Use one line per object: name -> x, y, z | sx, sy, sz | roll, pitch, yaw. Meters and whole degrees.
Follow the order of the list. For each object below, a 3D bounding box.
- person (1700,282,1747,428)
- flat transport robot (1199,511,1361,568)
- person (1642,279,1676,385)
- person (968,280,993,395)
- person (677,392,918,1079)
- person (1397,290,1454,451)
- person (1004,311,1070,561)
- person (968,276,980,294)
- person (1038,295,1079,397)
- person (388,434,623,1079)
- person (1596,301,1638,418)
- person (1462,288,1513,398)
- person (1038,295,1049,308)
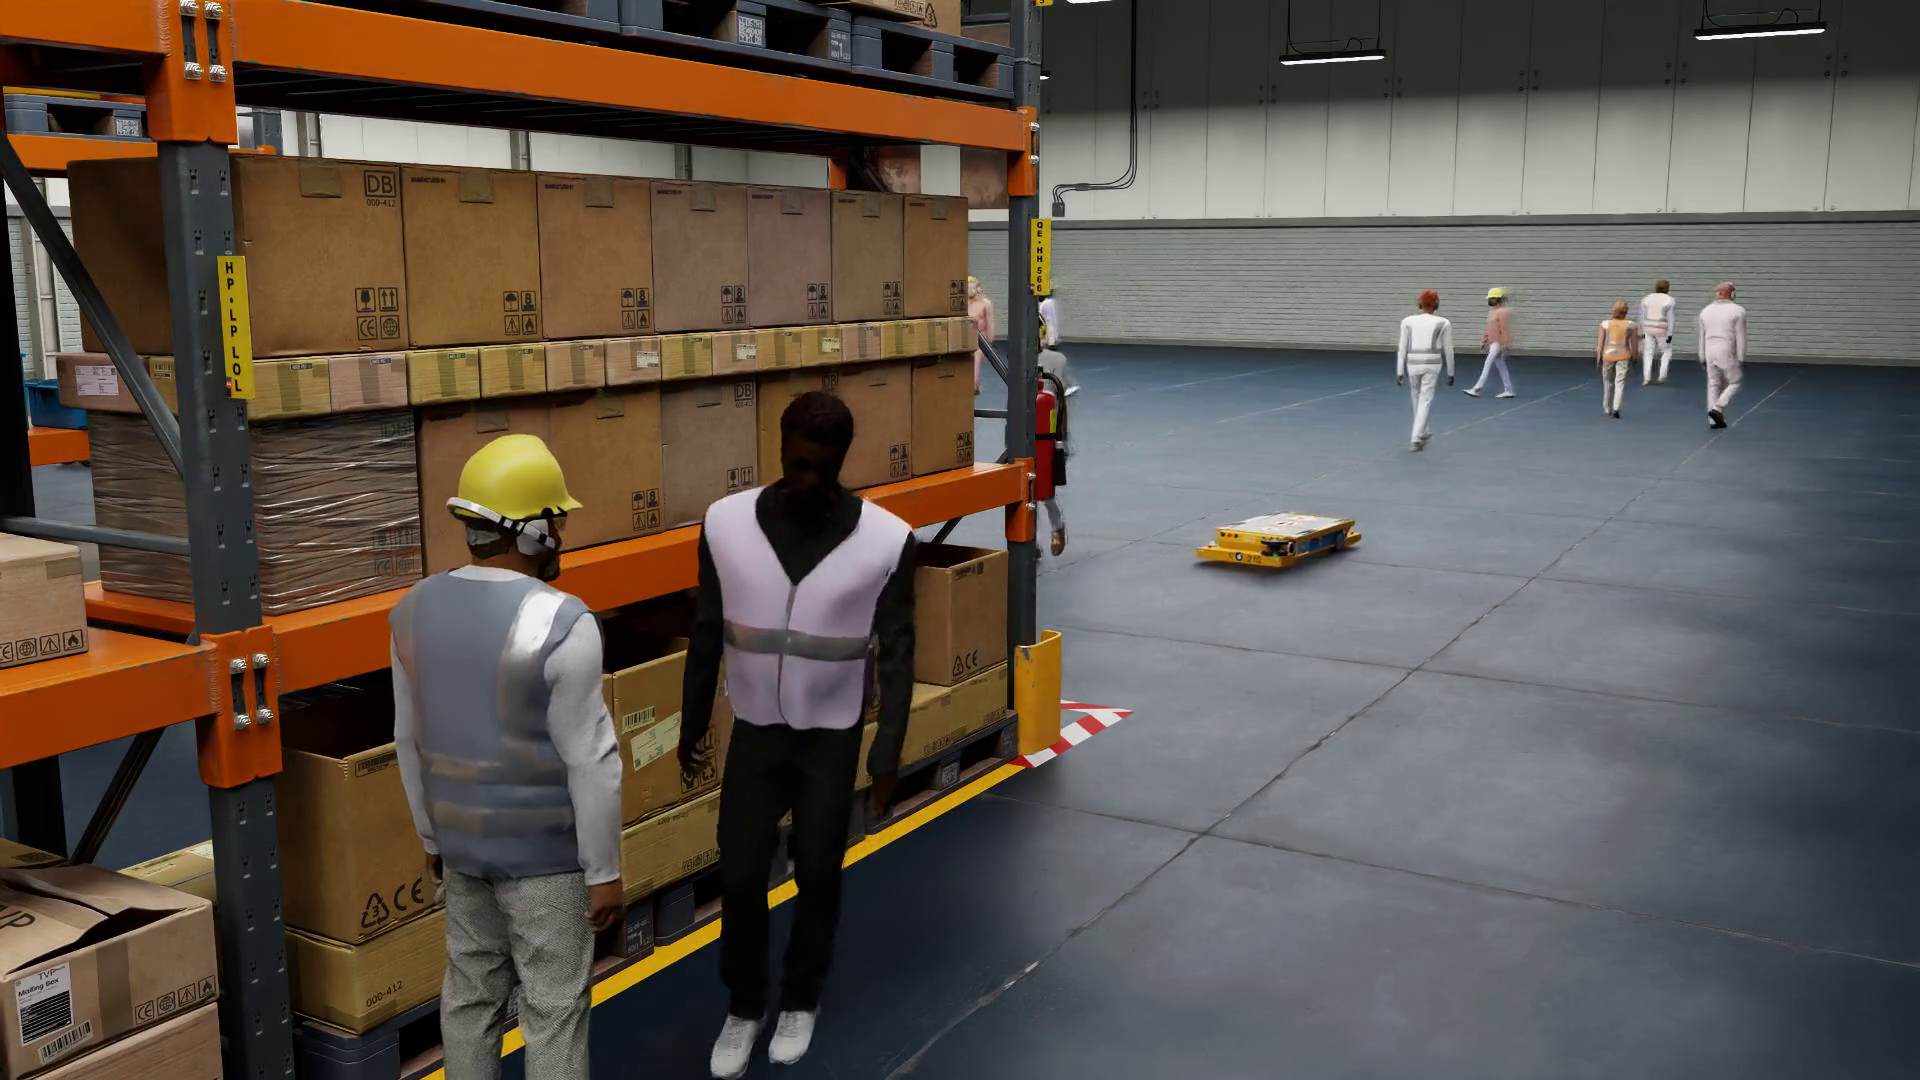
person -> 9.809, -2.364, 21.390 | 0.442, 1.893, 0.675 | -5, 11, -29
flat transport robot -> 2.413, -0.021, 12.436 | 0.652, 0.197, 1.431 | 7, 12, 36
person -> 12.090, -3.580, 28.751 | 0.588, 1.824, 0.637 | -8, 13, -41
person -> 0.175, -3.189, 26.373 | 0.648, 1.858, 1.007 | 4, 11, 23
person -> -0.456, 0.536, 4.475 | 0.682, 1.875, 0.585 | 1, 10, 5
person -> 5.401, -1.961, 19.235 | 0.603, 1.827, 1.005 | 6, 11, 31
person -> 0.553, -0.740, 12.017 | 0.558, 1.852, 0.441 | 6, 12, 33
person -> 0.228, -5.156, 38.125 | 0.525, 1.769, 0.327 | 4, 10, 22
person -> 1.437, -3.170, 26.199 | 0.920, 1.882, 0.602 | 1, 10, 3
person -> -0.999, 0.674, 3.799 | 0.595, 1.831, 0.403 | 5, 11, 29
person -> 9.126, -2.508, 23.117 | 0.531, 1.605, 0.833 | 5, 11, 25
person -> 8.308, -3.077, 26.072 | 0.901, 1.716, 0.545 | -1, 10, -4
person -> 2.009, -5.799, 42.281 | 0.503, 1.633, 0.280 | -1, 10, -4
